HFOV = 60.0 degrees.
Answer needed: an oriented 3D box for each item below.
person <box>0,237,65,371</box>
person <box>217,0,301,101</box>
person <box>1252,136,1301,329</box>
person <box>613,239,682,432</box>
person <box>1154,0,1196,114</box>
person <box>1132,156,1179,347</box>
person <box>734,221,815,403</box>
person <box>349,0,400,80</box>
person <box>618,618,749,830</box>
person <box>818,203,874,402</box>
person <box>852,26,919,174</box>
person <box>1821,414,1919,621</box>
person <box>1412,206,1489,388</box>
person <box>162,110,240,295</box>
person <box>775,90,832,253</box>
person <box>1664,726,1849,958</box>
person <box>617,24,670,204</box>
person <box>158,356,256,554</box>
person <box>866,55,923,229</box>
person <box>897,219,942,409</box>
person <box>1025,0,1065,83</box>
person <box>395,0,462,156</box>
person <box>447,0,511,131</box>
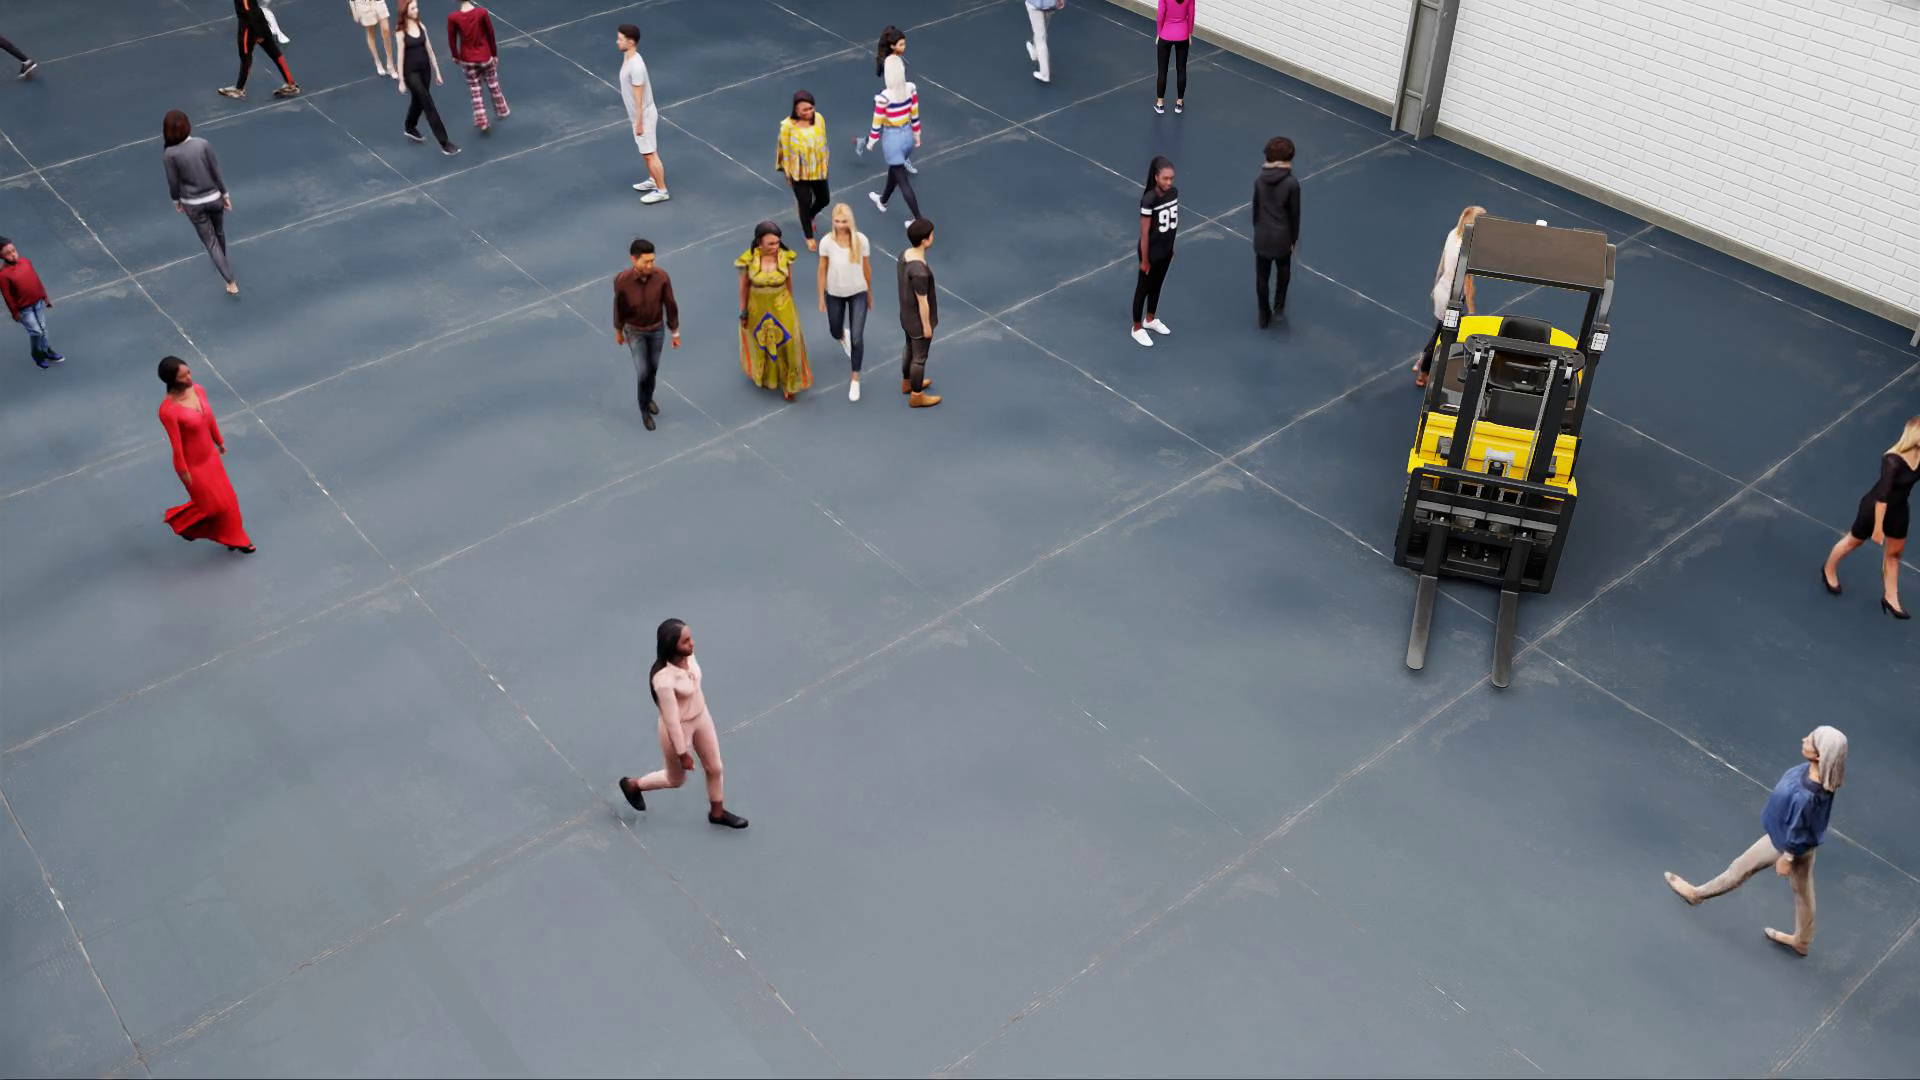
[{"bbox_3d":[-8.292,-2.116,14.697,0.610,1.248,0.577,13,40,16],"label":"person"},{"bbox_3d":[-7.994,-5.909,19.025,1.071,1.773,1.154,-7,39,-8],"label":"person"},{"bbox_3d":[2.846,-2.726,15.068,0.840,1.739,0.874,19,42,22],"label":"person"},{"bbox_3d":[-2.655,-1.767,13.869,0.769,1.735,0.836,-14,41,-16],"label":"person"},{"bbox_3d":[2.421,-5.669,18.792,0.691,1.699,0.738,-1,39,-1],"label":"person"},{"bbox_3d":[1.753,-2.602,14.918,0.584,1.732,0.620,32,48,33],"label":"person"},{"bbox_3d":[-1.667,-2.037,14.296,0.946,1.635,1.020,-7,39,-9],"label":"person"},{"bbox_3d":[-6.977,-6.291,19.550,0.607,1.716,0.702,-27,46,-29],"label":"person"},{"bbox_3d":[-1.778,1.169,10.224,1.150,1.695,0.967,11,40,13],"label":"person"},{"bbox_3d":[-0.966,-2.122,14.276,1.004,1.783,1.125,-4,39,-5],"label":"person"},{"bbox_3d":[-0.779,-4.636,17.575,1.077,1.594,0.871,17,42,21],"label":"person"},{"bbox_3d":[6.594,-0.243,12.031,0.704,1.648,0.971,-19,42,-22],"label":"person"},{"bbox_3d":[4.079,-2.025,14.132,0.806,1.810,0.721,-8,39,-9],"label":"person"},{"bbox_3d":[-7.063,-3.128,15.583,0.638,1.723,1.110,-27,46,-29],"label":"person"},{"bbox_3d":[-1.534,-3.636,16.283,0.767,1.644,0.807,-21,43,-24],"label":"person"},{"bbox_3d":[4.843,1.774,9.512,1.118,1.649,0.693,31,48,33],"label":"person"},{"bbox_3d":[-3.258,-4.385,17.055,0.798,1.850,0.629,-12,40,-15],"label":"person"},{"bbox_3d":[-5.739,-0.593,12.383,0.953,1.765,0.871,8,39,10],"label":"person"},{"bbox_3d":[-0.566,-3.884,16.499,0.707,1.761,1.124,-31,48,-33],"label":"person"},{"bbox_3d":[-0.376,-1.925,14.086,0.745,1.712,0.593,-12,40,-15],"label":"person"},{"bbox_3d":[0.995,-6.262,19.415,0.908,1.840,1.189,-15,41,-18],"label":"person"},{"bbox_3d":[-5.937,-5.045,18.014,1.226,1.686,0.891,20,43,23],"label":"person"},{"bbox_3d":[-5.346,-5.306,18.349,0.819,1.674,0.891,-15,41,-18],"label":"person"}]
